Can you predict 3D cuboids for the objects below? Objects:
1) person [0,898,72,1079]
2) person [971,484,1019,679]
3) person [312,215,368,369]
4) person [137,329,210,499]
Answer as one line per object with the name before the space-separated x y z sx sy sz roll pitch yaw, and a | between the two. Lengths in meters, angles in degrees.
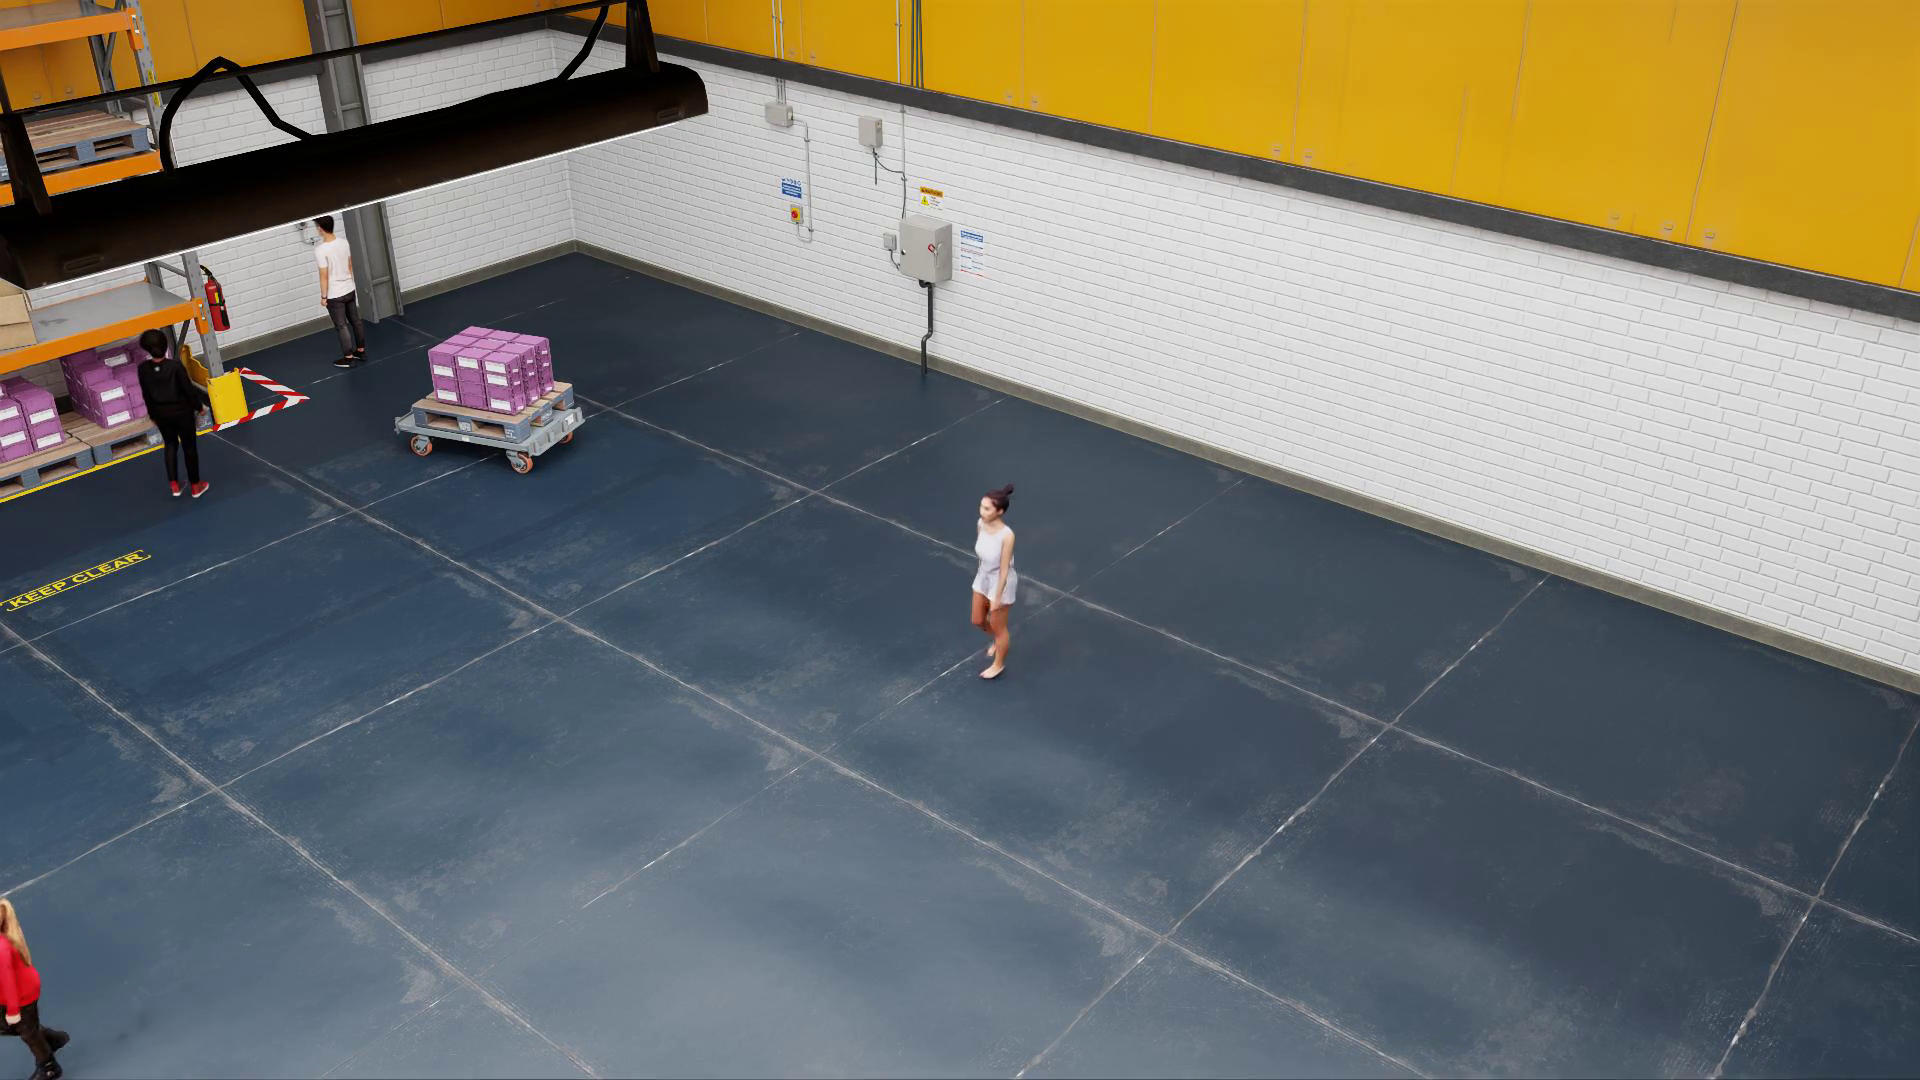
person | -5.089 2.445 9.067 0.567 1.274 0.508 -25 37 -38
person | 0.334 0.304 12.642 0.655 1.608 0.603 -20 35 -33
person | -6.755 -2.728 18.088 0.740 1.717 0.570 12 31 21
person | -7.194 -1.134 15.212 0.731 1.672 0.785 -1 29 -2
